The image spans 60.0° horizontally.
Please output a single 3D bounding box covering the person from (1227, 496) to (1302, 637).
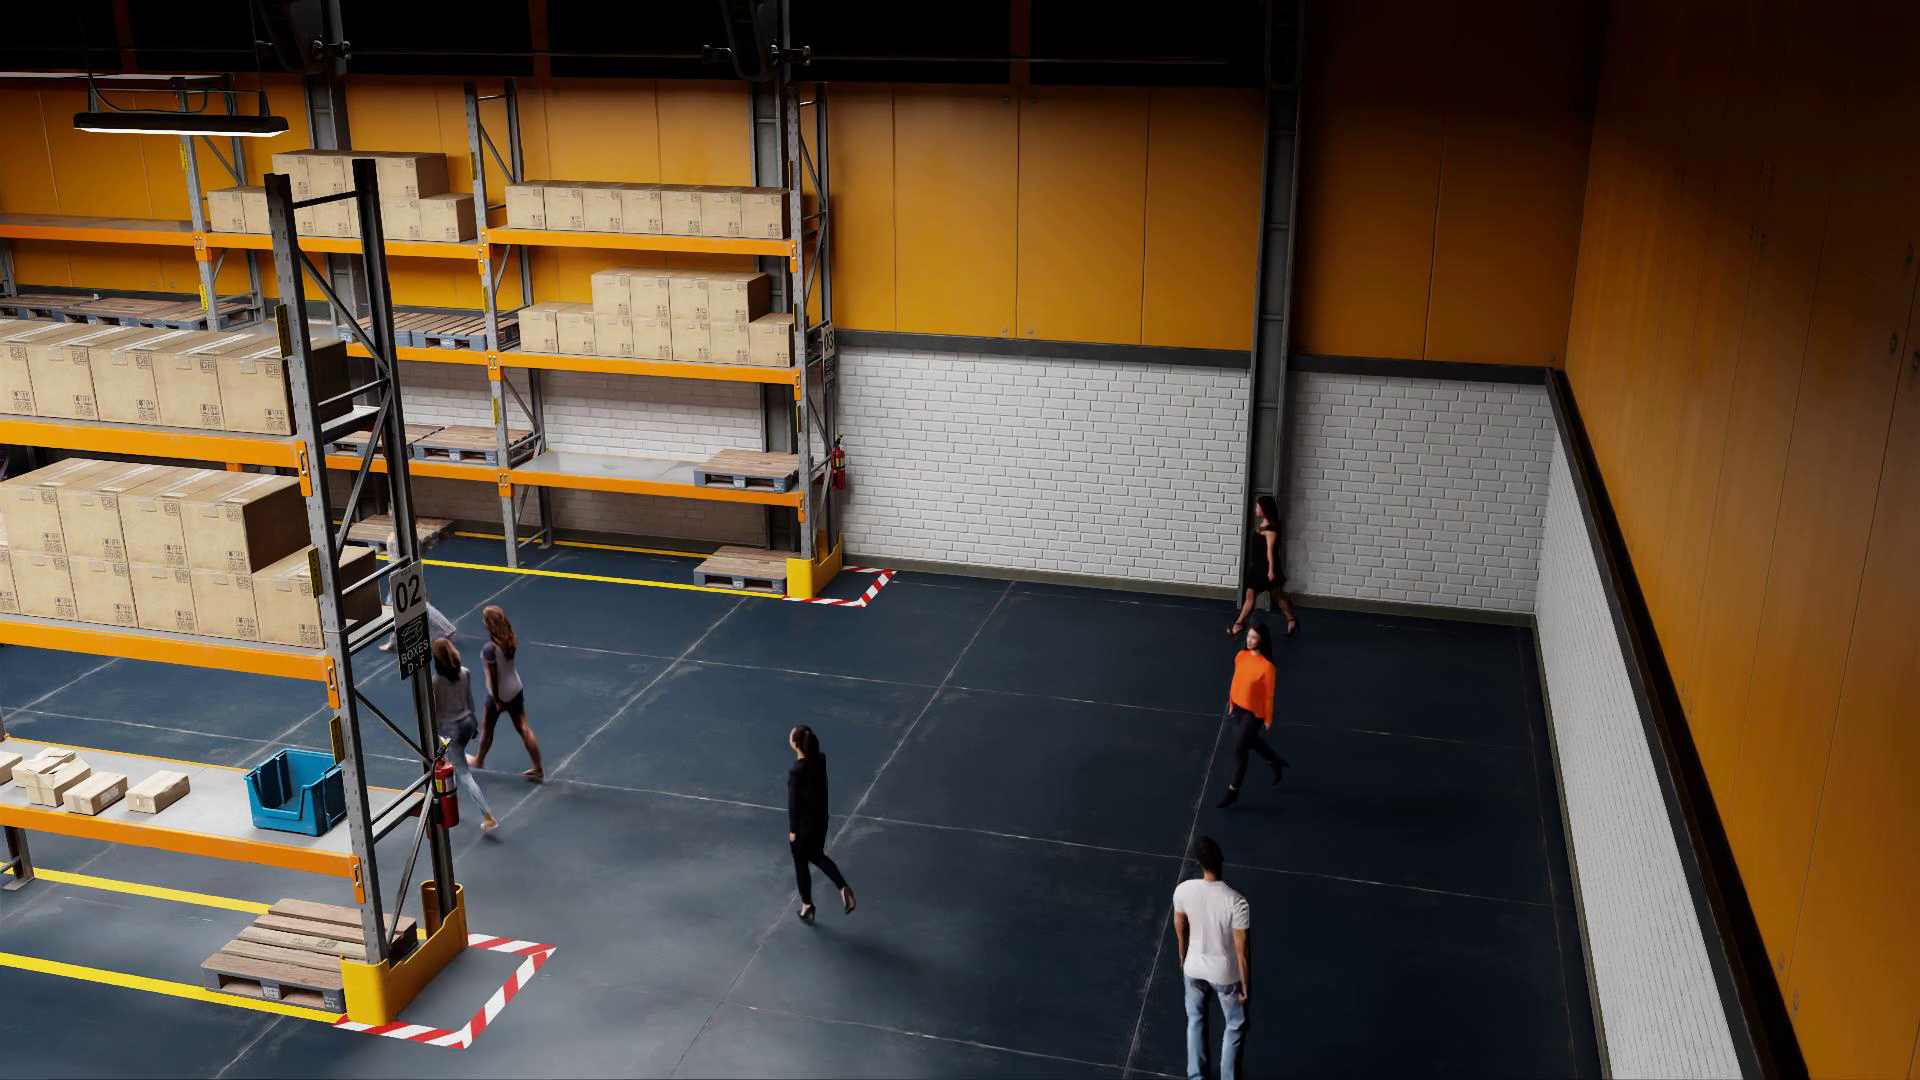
[{"bbox_3d":[3.530,0.352,18.635,1.065,1.670,0.716,4,19,11],"label":"person"}]

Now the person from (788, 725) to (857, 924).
[{"bbox_3d":[-1.111,2.253,12.943,0.915,1.698,0.750,13,22,33],"label":"person"}]

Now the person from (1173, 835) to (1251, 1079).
[{"bbox_3d":[1.699,2.845,10.960,0.996,1.843,0.676,-17,25,-42],"label":"person"}]

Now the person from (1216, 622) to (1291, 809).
[{"bbox_3d":[2.681,1.551,15.002,1.160,1.715,1.088,-10,21,-27],"label":"person"}]

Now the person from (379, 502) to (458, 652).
[{"bbox_3d":[-6.037,0.403,18.370,1.133,1.740,0.782,0,19,0],"label":"person"}]

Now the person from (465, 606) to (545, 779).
[{"bbox_3d":[-4.129,1.448,15.373,1.111,1.675,0.731,9,20,24],"label":"person"}]

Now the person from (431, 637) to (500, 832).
[{"bbox_3d":[-4.328,1.729,14.417,1.275,1.751,0.942,14,23,36],"label":"person"}]
